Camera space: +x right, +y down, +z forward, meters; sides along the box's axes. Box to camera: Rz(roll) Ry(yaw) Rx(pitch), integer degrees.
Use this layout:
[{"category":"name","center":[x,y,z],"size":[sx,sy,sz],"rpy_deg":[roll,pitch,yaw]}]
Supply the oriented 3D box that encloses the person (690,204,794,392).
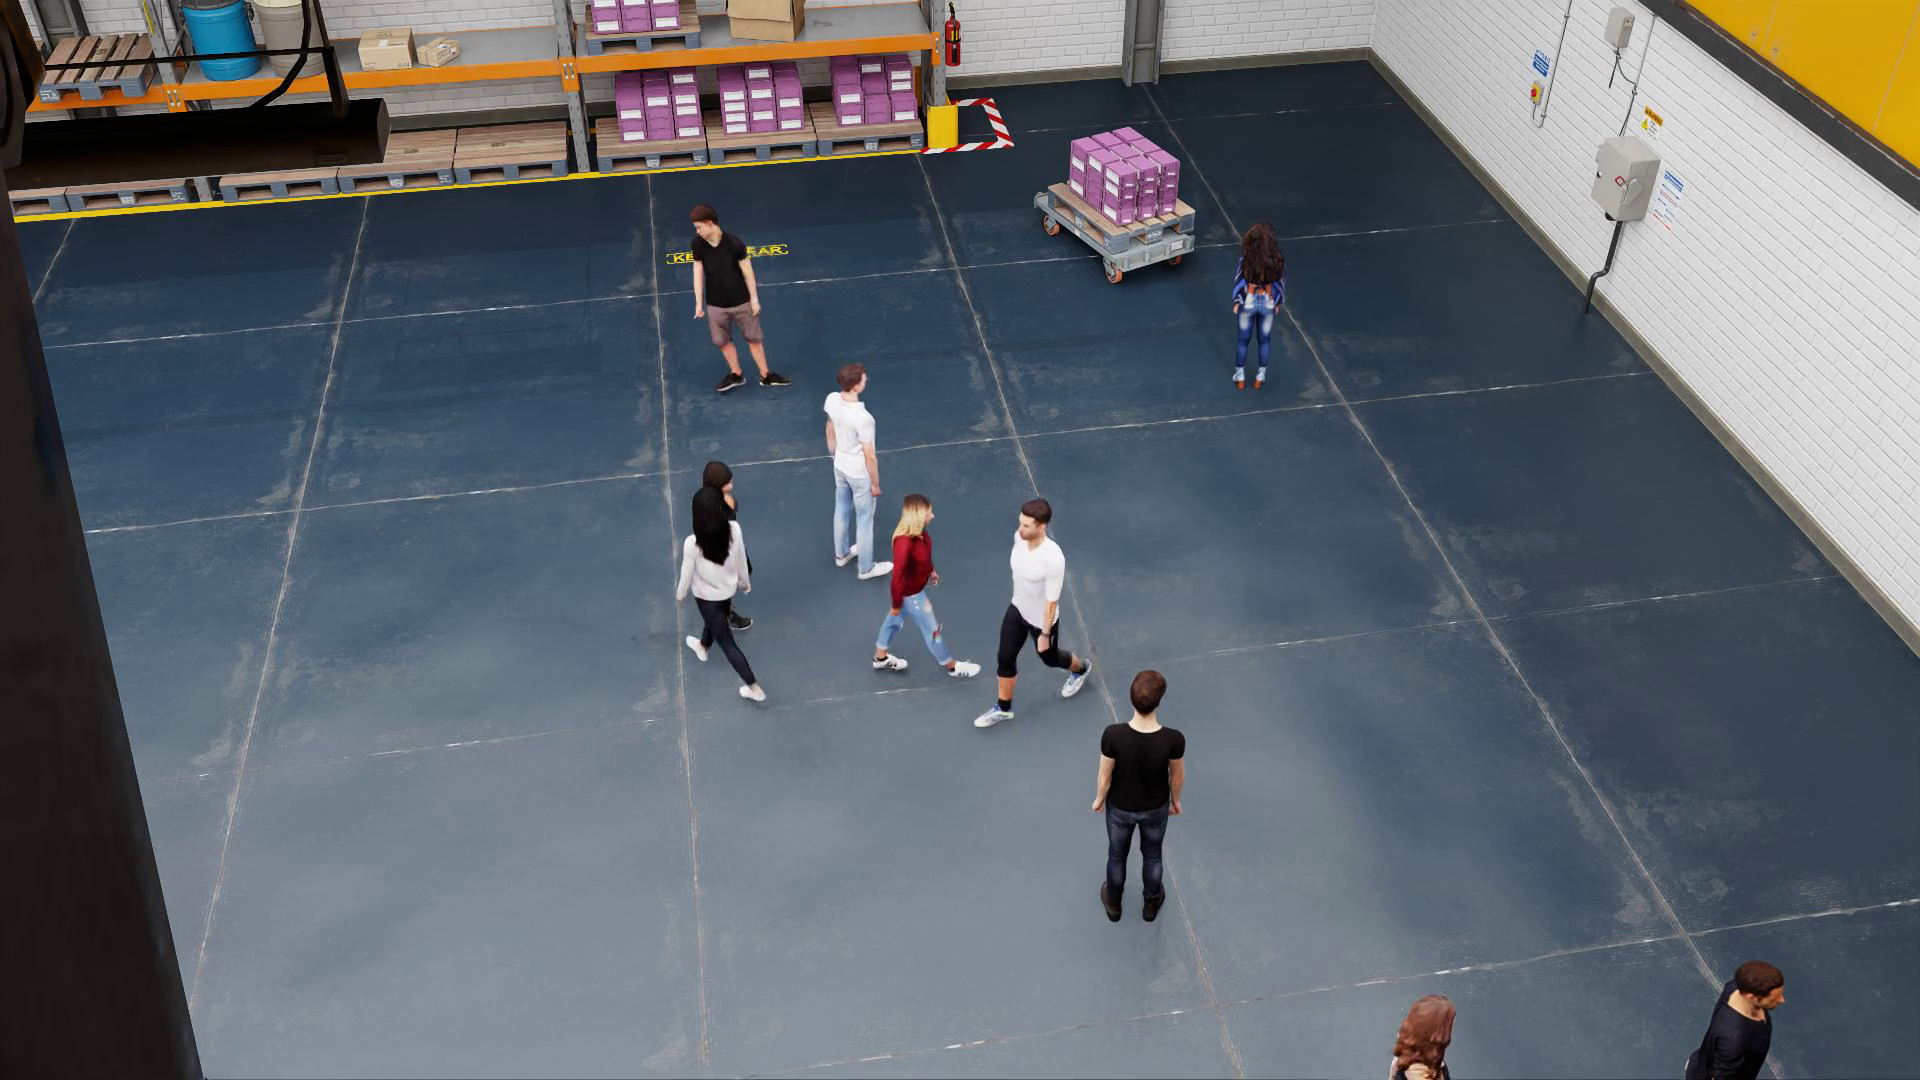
[{"category":"person","center":[-1.950,-2.092,14.473],"size":[0.644,1.820,1.053],"rpy_deg":[-3,39,-3]}]

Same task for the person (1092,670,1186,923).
[{"category":"person","center":[1.055,1.551,9.852],"size":[0.571,1.894,0.792],"rpy_deg":[2,39,2]}]

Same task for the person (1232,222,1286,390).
[{"category":"person","center":[2.606,-2.057,14.587],"size":[0.572,1.624,0.718],"rpy_deg":[4,39,4]}]

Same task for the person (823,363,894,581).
[{"category":"person","center":[-0.796,-0.525,12.485],"size":[0.736,1.851,0.732],"rpy_deg":[-30,48,-32]}]

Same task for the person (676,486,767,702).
[{"category":"person","center":[-1.628,0.420,11.461],"size":[1.126,1.653,1.137],"rpy_deg":[29,47,31]}]

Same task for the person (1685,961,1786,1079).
[{"category":"person","center":[3.797,2.729,8.406],"size":[0.729,1.858,0.717],"rpy_deg":[17,41,20]}]

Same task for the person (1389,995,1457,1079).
[{"category":"person","center":[2.138,2.901,8.301],"size":[1.019,1.720,0.606],"rpy_deg":[-4,39,-5]}]

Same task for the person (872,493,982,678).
[{"category":"person","center":[-0.412,0.342,11.614],"size":[1.090,1.584,0.785],"rpy_deg":[3,39,3]}]

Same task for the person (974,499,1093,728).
[{"category":"person","center":[0.574,0.466,11.263],"size":[1.289,1.828,1.025],"rpy_deg":[-26,45,-29]}]

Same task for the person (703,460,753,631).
[{"category":"person","center":[-1.784,0.057,11.943],"size":[0.641,1.620,0.612],"rpy_deg":[-3,39,-4]}]
